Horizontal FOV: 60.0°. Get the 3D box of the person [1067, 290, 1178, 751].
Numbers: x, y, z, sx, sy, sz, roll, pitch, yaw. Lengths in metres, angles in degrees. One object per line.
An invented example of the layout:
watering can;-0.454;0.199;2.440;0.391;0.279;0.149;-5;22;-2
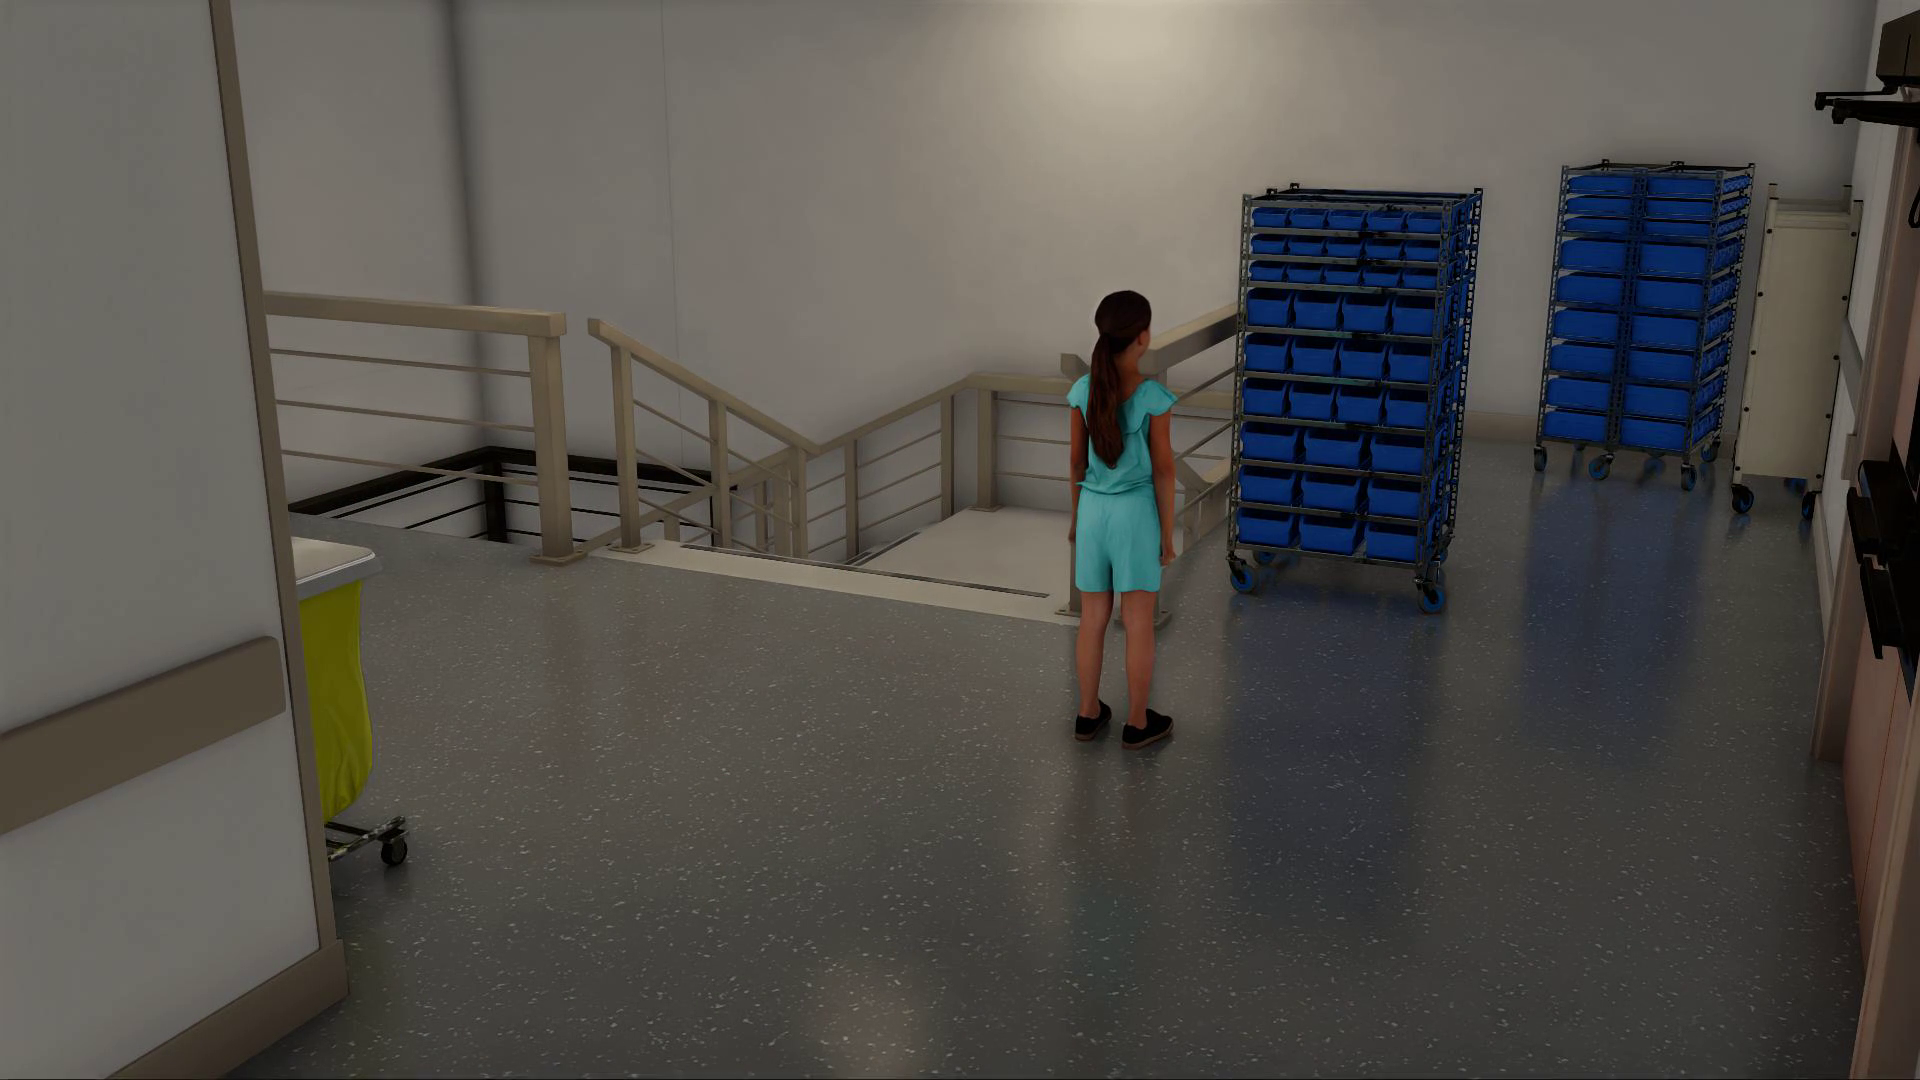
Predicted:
person;0.540;-0.070;5.638;0.559;1.558;0.541;9;18;29
